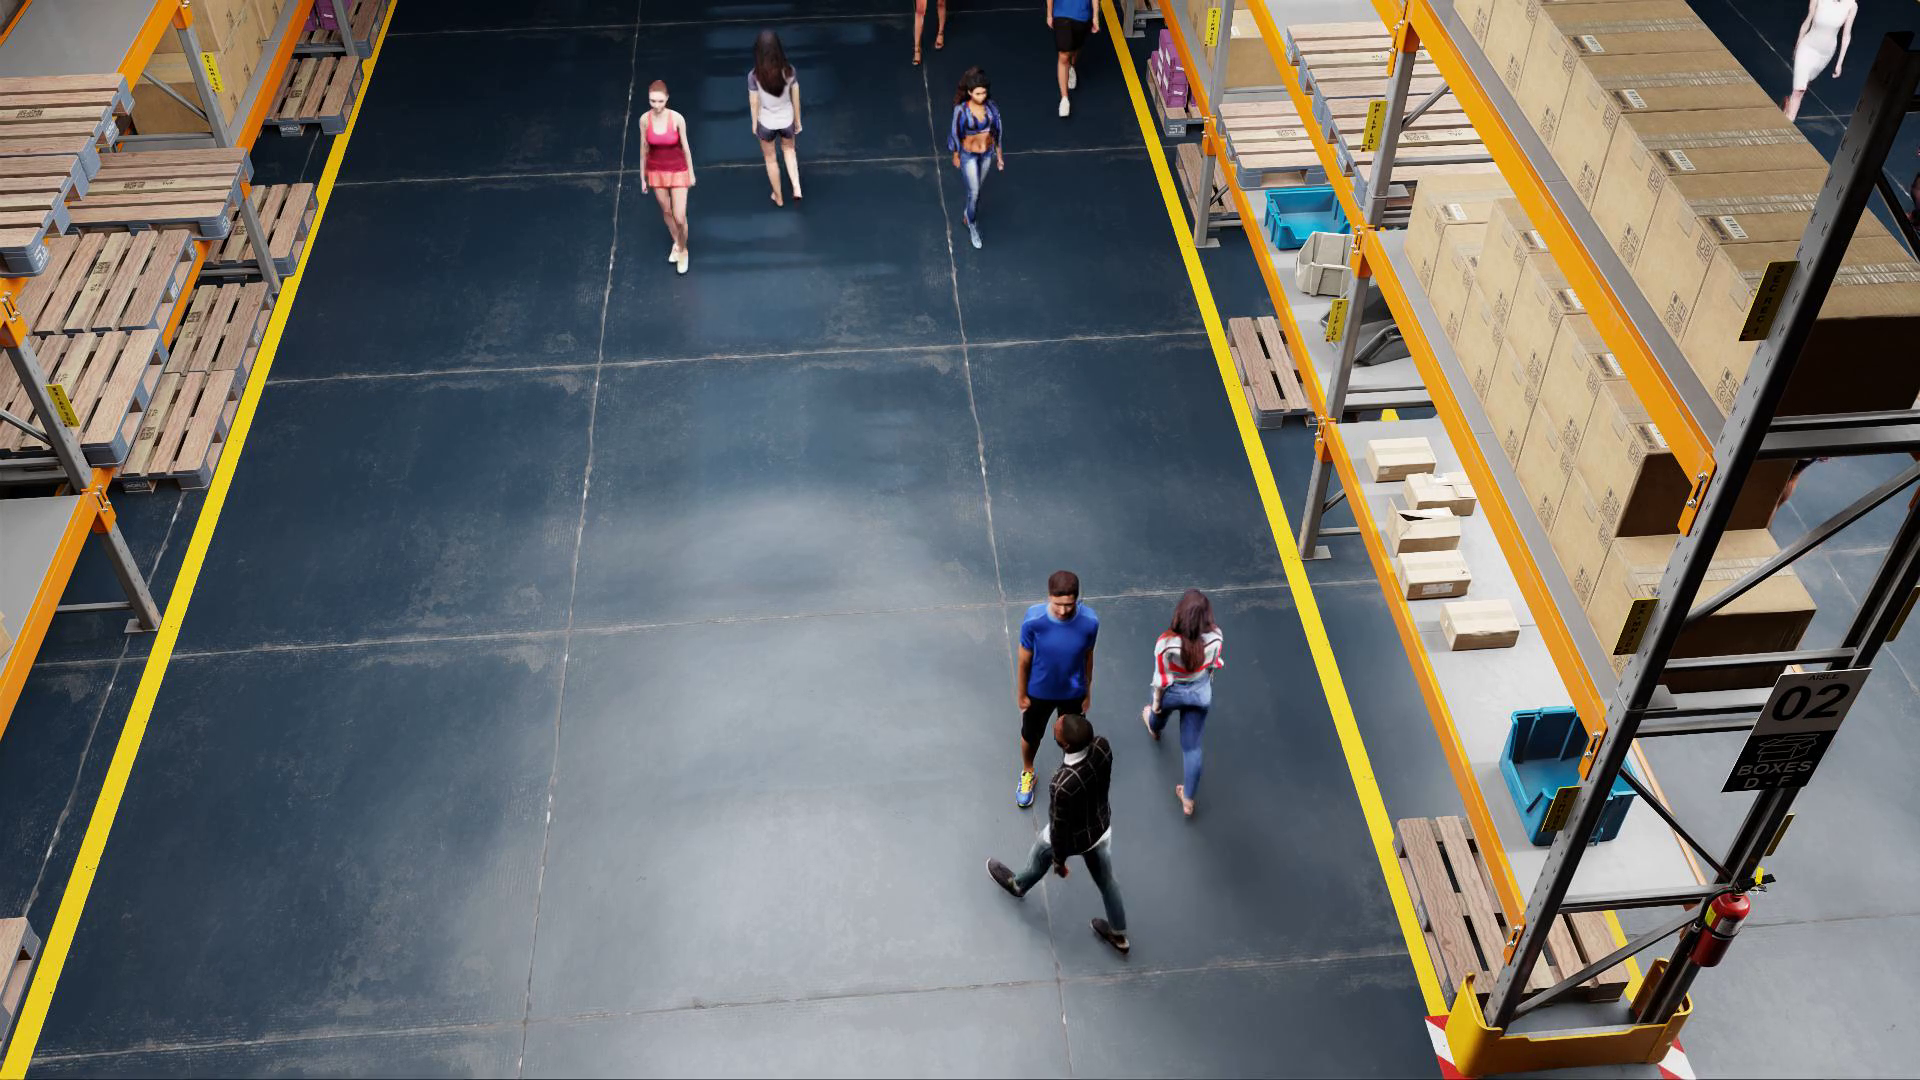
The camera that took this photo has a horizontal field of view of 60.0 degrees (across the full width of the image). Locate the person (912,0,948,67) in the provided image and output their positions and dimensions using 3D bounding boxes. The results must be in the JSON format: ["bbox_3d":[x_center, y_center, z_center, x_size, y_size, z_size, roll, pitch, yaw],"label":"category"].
[{"bbox_3d":[-0.231,-5.776,16.869,0.849,1.776,1.062,10,44,10],"label":"person"}]

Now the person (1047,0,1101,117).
[{"bbox_3d":[1.100,-5.160,16.187,0.706,1.827,1.217,0,44,-1],"label":"person"}]

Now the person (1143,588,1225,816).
[{"bbox_3d":[1.359,0.977,9.933,0.680,1.566,1.104,-7,44,-7],"label":"person"}]

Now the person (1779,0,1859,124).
[{"bbox_3d":[8.046,-4.591,15.654,0.893,1.738,1.168,12,45,12],"label":"person"}]

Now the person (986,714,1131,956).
[{"bbox_3d":[0.728,1.643,9.091,1.280,1.763,1.175,34,53,31],"label":"person"}]

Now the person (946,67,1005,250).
[{"bbox_3d":[0.107,-3.380,14.482,0.754,1.601,0.838,-19,47,-19],"label":"person"}]

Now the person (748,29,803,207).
[{"bbox_3d":[-1.609,-3.668,14.714,0.702,1.697,0.766,-16,46,-16],"label":"person"}]

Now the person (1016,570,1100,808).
[{"bbox_3d":[0.569,0.856,9.840,0.607,1.869,0.559,-2,44,-2],"label":"person"}]

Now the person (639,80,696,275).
[{"bbox_3d":[-2.456,-3.149,14.144,0.658,1.731,0.732,4,44,5],"label":"person"}]
